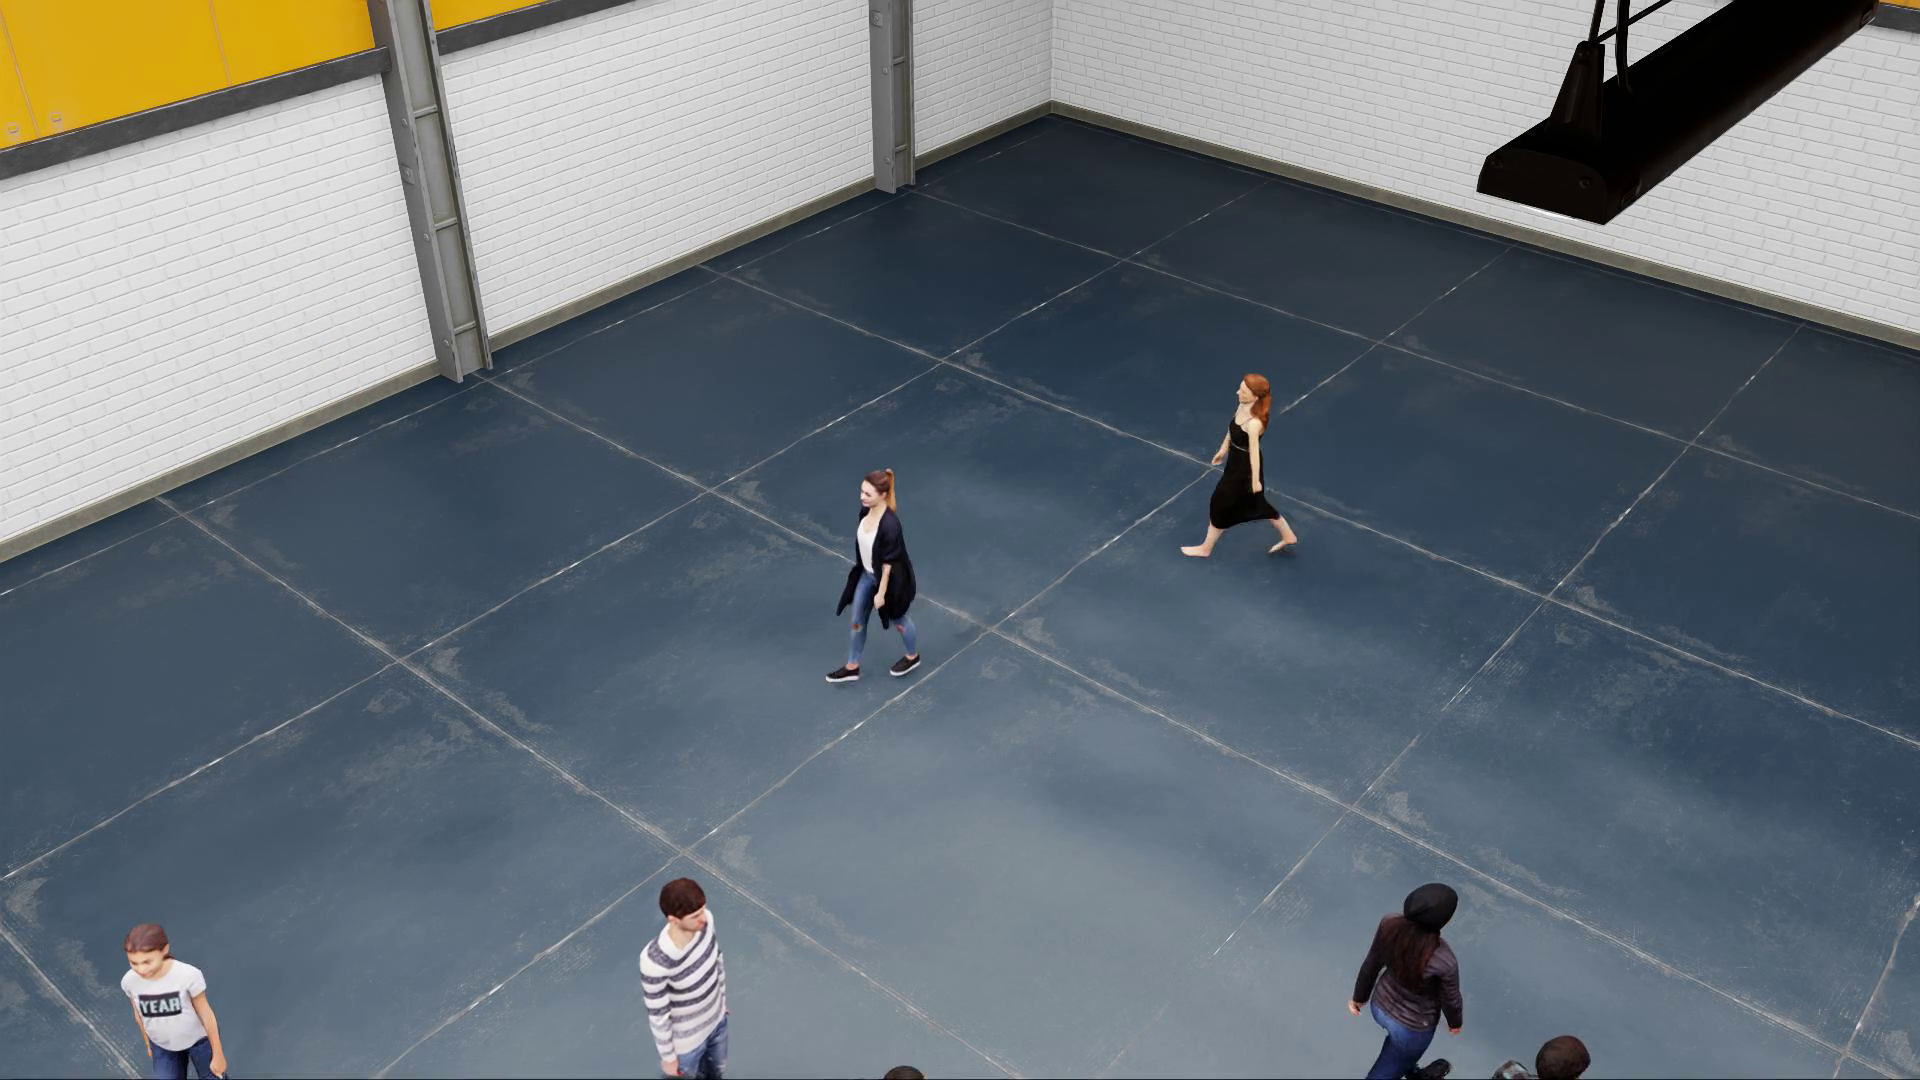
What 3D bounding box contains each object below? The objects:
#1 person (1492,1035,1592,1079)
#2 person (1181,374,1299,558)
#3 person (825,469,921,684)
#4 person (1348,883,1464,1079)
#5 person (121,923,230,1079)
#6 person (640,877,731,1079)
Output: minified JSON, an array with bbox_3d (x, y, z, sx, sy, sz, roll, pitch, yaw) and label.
[{"bbox_3d":[2.467,2.860,7.539,0.965,1.698,0.824,-20,38,-27],"label":"person"},{"bbox_3d":[2.244,-0.521,12.507,1.022,1.586,1.102,3,34,5],"label":"person"},{"bbox_3d":[-0.436,0.243,11.294,0.983,1.655,0.756,-22,39,-29],"label":"person"},{"bbox_3d":[2.060,2.379,8.036,1.181,1.705,0.877,-19,38,-26],"label":"person"},{"bbox_3d":[-3.795,2.389,8.165,0.838,1.547,0.887,-4,34,-6],"label":"person"},{"bbox_3d":[-1.311,2.317,8.003,0.733,1.844,0.503,19,38,26],"label":"person"}]
